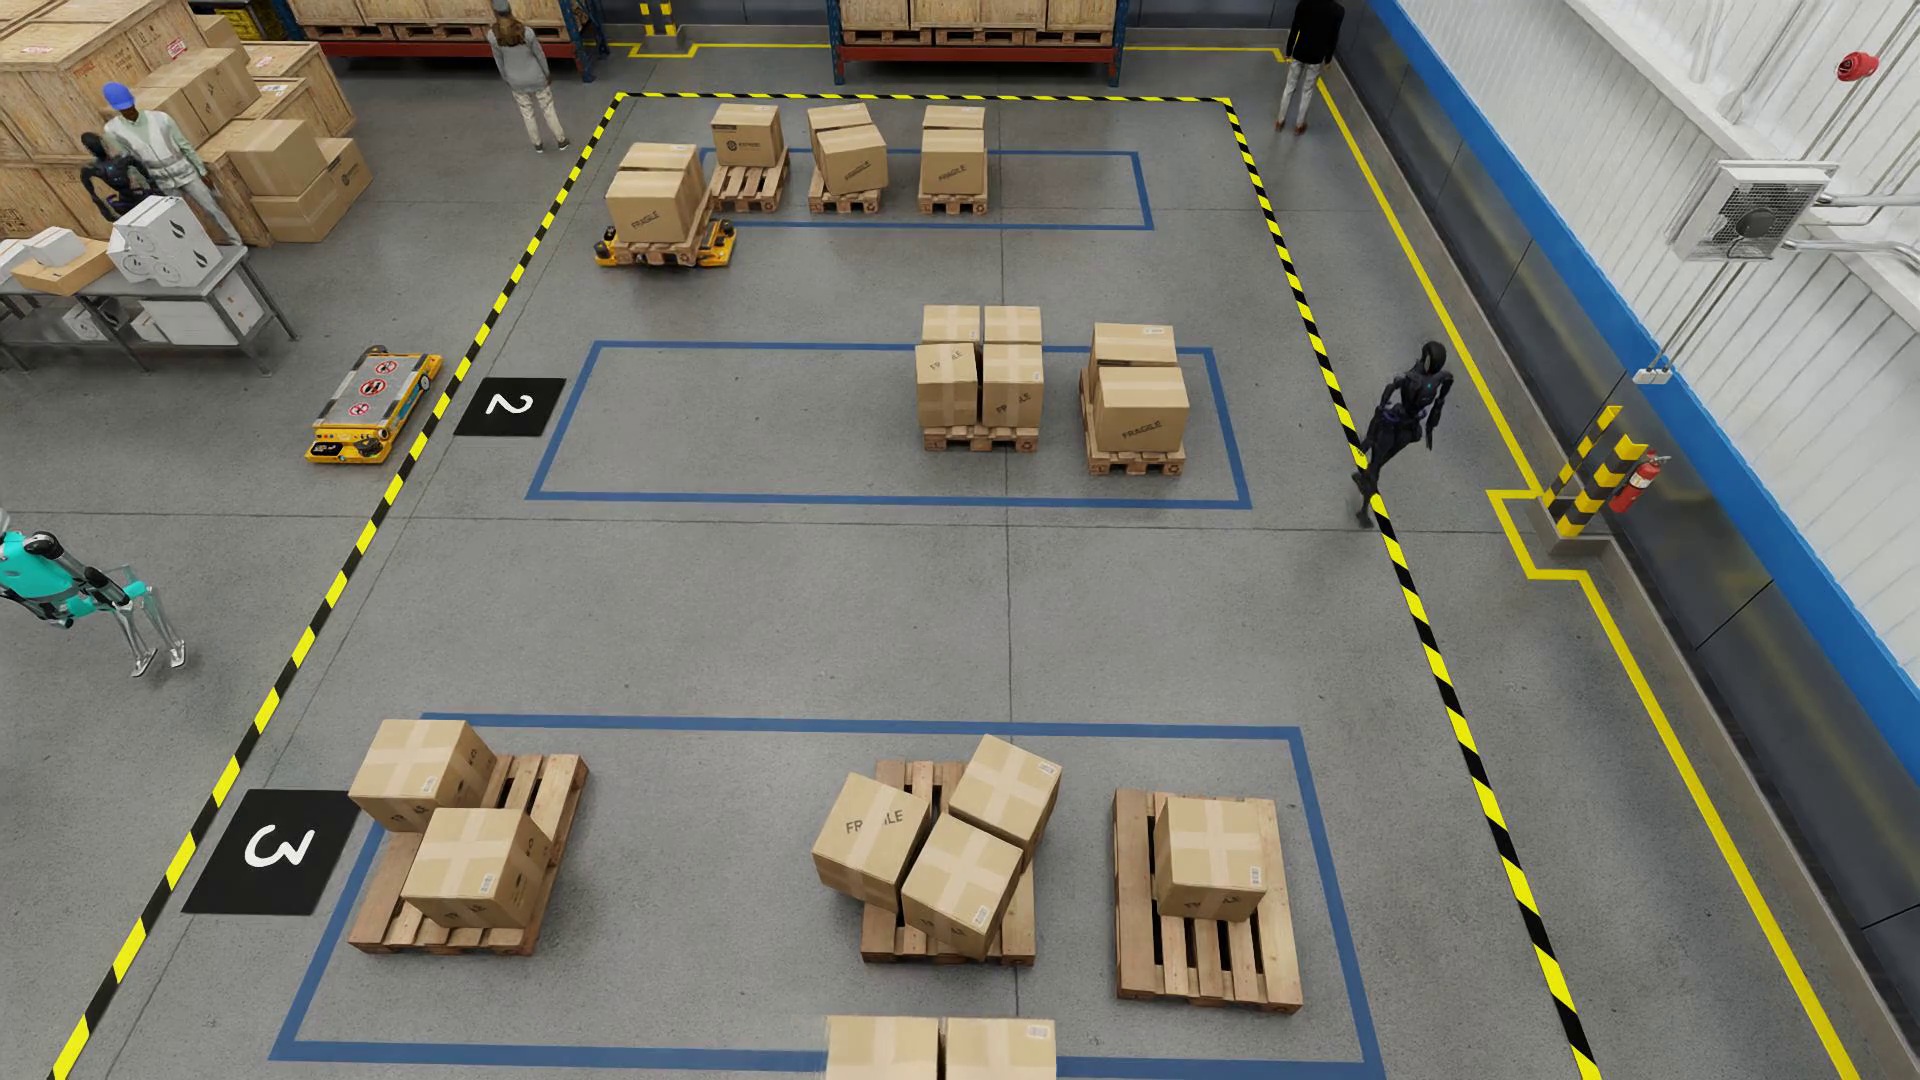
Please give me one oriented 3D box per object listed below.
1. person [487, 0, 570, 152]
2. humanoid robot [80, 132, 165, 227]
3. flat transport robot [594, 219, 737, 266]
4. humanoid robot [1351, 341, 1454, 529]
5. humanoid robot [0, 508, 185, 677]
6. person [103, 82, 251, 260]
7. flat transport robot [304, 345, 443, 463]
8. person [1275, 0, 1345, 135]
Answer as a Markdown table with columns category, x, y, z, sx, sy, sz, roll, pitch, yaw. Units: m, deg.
| category | x | y | z | sx | sy | sz | roll | pitch | yaw |
| --- | --- | --- | --- | --- | --- | --- | --- | --- | --- |
| person | -5.261 | -5.613 | 11.132 | 0.572 | 1.768 | 0.399 | -9 | 50 | -8 |
| humanoid robot | -8.306 | -3.312 | 9.250 | 0.426 | 1.646 | 0.605 | 35 | 58 | 26 |
| flat transport robot | -3.252 | -3.306 | 10.146 | 1.431 | 0.197 | 0.652 | 1 | 50 | 1 |
| humanoid robot | 3.465 | -0.830 | 7.159 | 0.588 | 1.639 | 0.676 | -7 | 50 | -6 |
| humanoid robot | -5.809 | 0.265 | 6.096 | 0.533 | 1.673 | 0.735 | -12 | 51 | -10 |
| person | -8.078 | -3.724 | 9.426 | 0.608 | 1.938 | 0.418 | -27 | 55 | -21 |
| flat transport robot | -5.383 | -1.269 | 8.441 | 0.659 | 0.231 | 1.431 | 1 | 50 | 1 |
| person | 4.347 | -6.044 | 11.423 | 0.586 | 1.883 | 0.385 | 23 | 54 | 19 |
